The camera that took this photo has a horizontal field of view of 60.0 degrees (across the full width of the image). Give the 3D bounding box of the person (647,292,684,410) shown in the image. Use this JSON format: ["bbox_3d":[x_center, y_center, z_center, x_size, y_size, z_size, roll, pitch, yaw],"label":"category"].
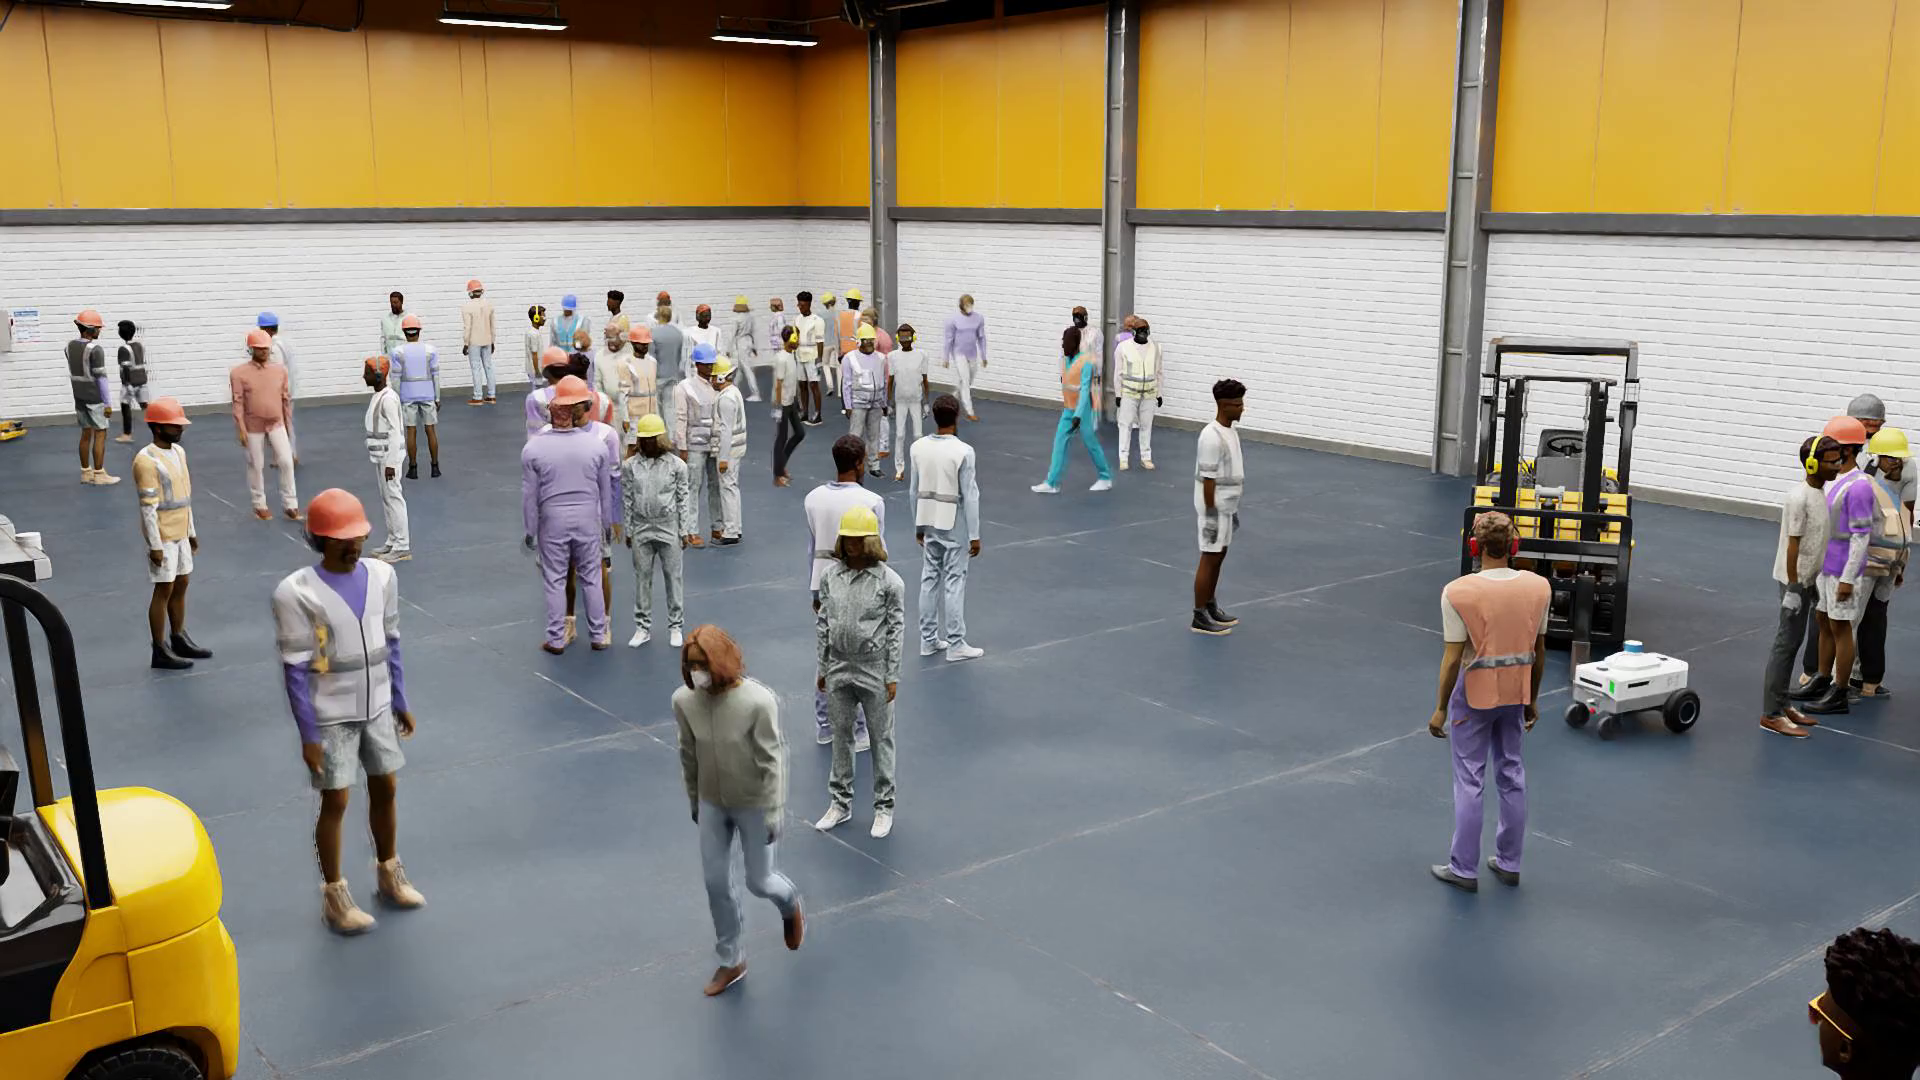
[{"bbox_3d":[-4.650,-2.989,26.177,0.581,1.847,0.964,-8,14,-34],"label":"person"}]

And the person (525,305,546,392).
[{"bbox_3d":[-5.706,-2.230,22.454,0.323,1.861,0.515,-3,12,-16],"label":"person"}]

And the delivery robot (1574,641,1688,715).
[{"bbox_3d":[4.194,0.873,10.398,0.707,0.478,0.477,-6,13,-26],"label":"delivery robot"}]

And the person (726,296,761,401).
[{"bbox_3d":[-3.564,-3.125,27.164,0.886,1.689,0.538,7,14,32],"label":"person"}]

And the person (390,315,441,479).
[{"bbox_3d":[-6.415,-1.683,19.637,0.543,1.928,0.372,-5,13,-24],"label":"person"}]

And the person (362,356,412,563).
[{"bbox_3d":[-5.238,-0.738,15.179,0.339,1.882,0.584,-6,13,-27],"label":"person"}]

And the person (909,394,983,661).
[{"bbox_3d":[-0.106,-0.089,11.953,0.596,1.921,0.380,10,15,40],"label":"person"}]

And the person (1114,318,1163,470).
[{"bbox_3d":[2.184,-1.773,20.281,0.621,1.845,0.429,-2,12,-10],"label":"person"}]

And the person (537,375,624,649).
[{"bbox_3d":[-2.787,-0.192,12.181,0.621,2.034,0.424,1,12,3],"label":"person"}]

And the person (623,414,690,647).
[{"bbox_3d":[-2.240,-0.065,12.273,0.488,1.743,0.321,1,12,3],"label":"person"}]

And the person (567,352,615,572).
[{"bbox_3d":[-3.323,-0.666,14.632,0.613,1.963,0.361,-8,14,-34],"label":"person"}]

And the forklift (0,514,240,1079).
[{"bbox_3d":[-3.687,1.115,5.480,2.313,2.155,1.214,-9,15,-36],"label":"forklift"}]

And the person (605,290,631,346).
[{"bbox_3d":[-5.003,-2.673,24.322,0.365,1.966,0.608,-6,13,-28],"label":"person"}]

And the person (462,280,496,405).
[{"bbox_3d":[-7.700,-3.156,26.586,0.387,1.992,0.626,8,14,34],"label":"person"}]

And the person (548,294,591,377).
[{"bbox_3d":[-5.738,-2.687,24.534,0.668,1.911,0.583,1,12,5],"label":"person"}]

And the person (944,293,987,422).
[{"bbox_3d":[0.042,-2.747,24.845,0.647,1.905,0.910,-6,13,-29],"label":"person"}]

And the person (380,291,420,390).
[{"bbox_3d":[-8.313,-2.732,24.726,0.593,1.920,0.391,1,12,3],"label":"person"}]

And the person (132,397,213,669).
[{"bbox_3d":[-5.566,-0.050,11.762,0.393,1.929,0.540,0,12,1],"label":"person"}]

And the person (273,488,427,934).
[{"bbox_3d":[-2.751,0.771,7.563,0.394,2.034,0.633,8,14,35],"label":"person"}]

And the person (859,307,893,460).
[{"bbox_3d":[-1.099,-1.989,21.116,0.384,1.932,0.636,-9,15,-36],"label":"person"}]

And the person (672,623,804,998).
[{"bbox_3d":[-0.925,1.095,6.997,0.510,1.603,0.552,4,13,21],"label":"person"}]

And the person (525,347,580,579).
[{"bbox_3d":[-3.523,-0.693,14.649,0.622,2.008,0.873,-5,13,-24],"label":"person"}]

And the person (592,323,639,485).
[{"bbox_3d":[-3.892,-1.557,19.157,0.674,1.881,0.477,4,12,17],"label":"person"}]

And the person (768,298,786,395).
[{"bbox_3d":[-3.021,-3.208,27.702,0.311,1.638,0.521,-3,12,-14],"label":"person"}]

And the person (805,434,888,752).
[{"bbox_3d":[-0.693,0.322,10.007,0.591,1.912,0.390,10,15,39],"label":"person"}]

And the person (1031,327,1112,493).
[{"bbox_3d":[1.310,-1.454,18.683,0.994,1.872,0.609,-6,13,-28],"label":"person"}]

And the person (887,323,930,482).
[{"bbox_3d":[-0.600,-1.594,19.389,0.505,1.862,0.322,1,12,4],"label":"person"}]

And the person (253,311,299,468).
[{"bbox_3d":[-8.344,-1.812,20.251,0.484,1.927,0.651,-3,12,-16],"label":"person"}]

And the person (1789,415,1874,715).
[{"bbox_3d":[5.615,0.163,10.699,0.375,1.939,0.546,2,12,8],"label":"person"}]

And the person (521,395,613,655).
[{"bbox_3d":[-2.859,-0.119,12.138,0.651,1.905,0.403,-5,13,-23],"label":"person"}]

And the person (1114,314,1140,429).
[{"bbox_3d":[2.441,-2.400,23.799,0.522,1.640,0.305,7,14,30],"label":"person"}]

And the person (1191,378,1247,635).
[{"bbox_3d":[1.990,-0.269,12.729,0.367,1.961,0.643,5,13,24],"label":"person"}]

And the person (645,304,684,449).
[{"bbox_3d":[-3.973,-2.138,21.875,0.605,1.922,0.646,9,15,37],"label":"person"}]

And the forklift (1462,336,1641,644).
[{"bbox_3d":[4.683,-0.471,13.136,1.214,2.155,2.313,4,12,20],"label":"forklift"}]

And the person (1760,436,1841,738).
[{"bbox_3d":[5.237,0.277,10.326,0.333,1.868,0.515,9,15,38],"label":"person"}]

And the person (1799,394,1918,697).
[{"bbox_3d":[5.979,0.020,11.140,0.673,2.000,0.535,6,13,25],"label":"person"}]

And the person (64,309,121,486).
[{"bbox_3d":[-9.972,-1.631,19.150,0.612,2.029,0.409,6,13,28],"label":"person"}]

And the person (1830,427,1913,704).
[{"bbox_3d":[6.013,0.163,10.953,0.599,1.830,0.403,-6,13,-26],"label":"person"}]

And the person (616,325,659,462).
[{"bbox_3d":[-3.467,-1.381,18.158,0.374,1.935,0.552,8,14,34],"label":"person"}]

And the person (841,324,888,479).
[{"bbox_3d":[-1.096,-1.610,19.507,0.590,1.837,0.404,-8,14,-33],"label":"person"}]

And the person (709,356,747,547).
[{"bbox_3d":[-2.235,-0.845,15.856,0.403,1.821,0.602,-1,12,-4],"label":"person"}]

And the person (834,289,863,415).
[{"bbox_3d":[-1.630,-2.857,25.329,0.584,1.919,0.382,7,14,30],"label":"person"}]

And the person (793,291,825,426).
[{"bbox_3d":[-2.220,-2.649,24.242,0.607,1.958,0.374,11,16,42],"label":"person"}]

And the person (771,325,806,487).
[{"bbox_3d":[-1.993,-1.558,19.222,0.351,1.848,0.650,2,12,9],"label":"person"}]

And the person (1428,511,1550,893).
[{"bbox_3d":[2.531,0.781,7.954,0.570,1.837,0.383,-3,12,-16],"label":"person"}]

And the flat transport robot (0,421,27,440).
[{"bbox_3d":[-13.658,-1.490,22.729,1.431,0.197,0.652,-1,12,-6],"label":"flat transport robot"}]

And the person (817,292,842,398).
[{"bbox_3d":[-2.119,-3.224,27.550,0.584,1.729,0.531,-2,12,-12],"label":"person"}]

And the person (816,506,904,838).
[{"bbox_3d":[-0.528,0.682,8.662,0.486,1.746,0.290,4,12,20],"label":"person"}]

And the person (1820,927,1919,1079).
[{"bbox_3d":[1.716,1.691,3.245,0.613,1.965,0.361,2,12,9],"label":"person"}]

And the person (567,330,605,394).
[{"bbox_3d":[-4.912,-1.921,21.612,0.519,1.591,0.720,3,12,15],"label":"person"}]

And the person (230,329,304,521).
[{"bbox_3d":[-7.055,-1.146,16.918,0.609,1.968,0.811,-10,15,-40],"label":"person"}]

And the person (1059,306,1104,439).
[{"bbox_3d":[1.649,-2.283,22.778,0.629,1.837,0.429,5,13,24],"label":"person"}]

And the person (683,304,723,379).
[{"bbox_3d":[-3.462,-2.244,22.481,0.581,1.879,0.344,-9,15,-36],"label":"person"}]

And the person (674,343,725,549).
[{"bbox_3d":[-2.418,-0.903,15.819,0.614,1.947,0.388,-10,15,-39],"label":"person"}]
